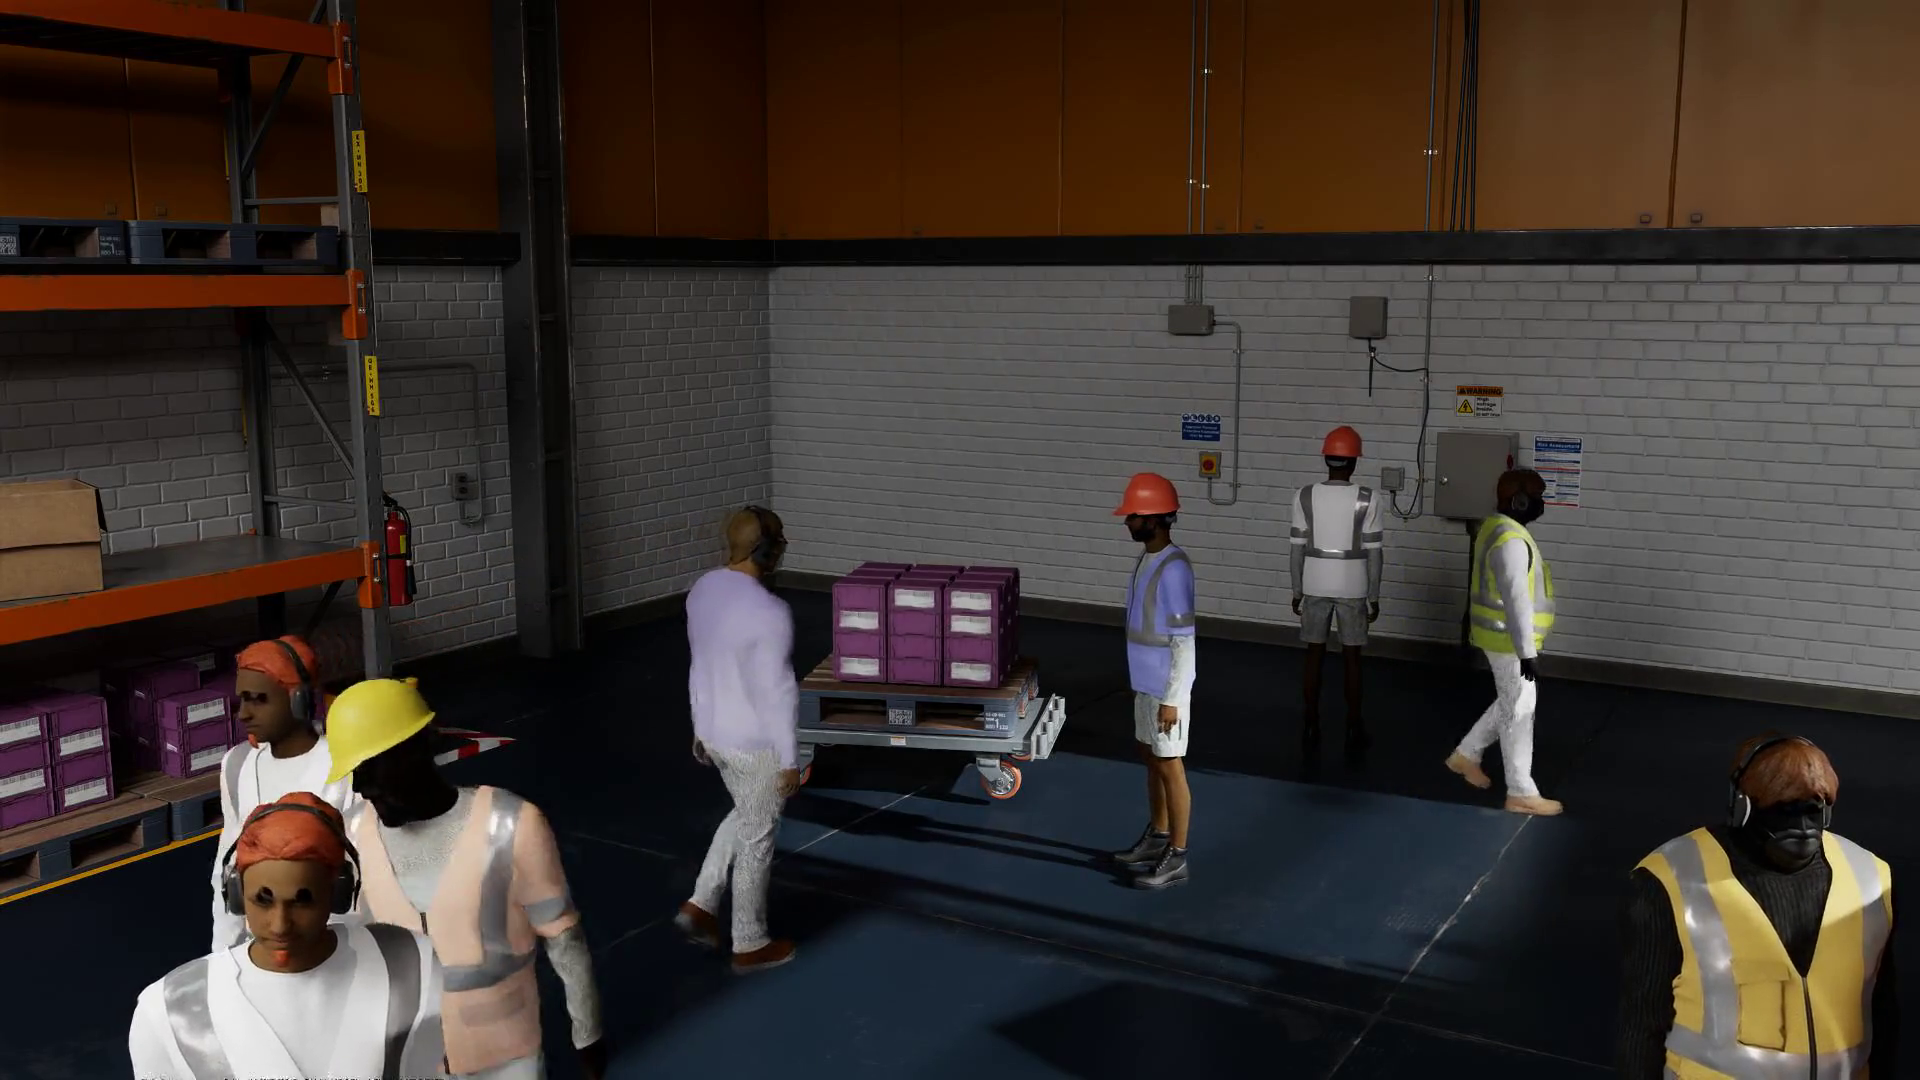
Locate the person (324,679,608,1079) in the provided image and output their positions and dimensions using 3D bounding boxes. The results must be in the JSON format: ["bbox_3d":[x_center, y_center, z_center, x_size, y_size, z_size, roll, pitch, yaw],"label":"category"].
[{"bbox_3d":[-1.192,1.246,4.170,0.743,1.874,0.461,0,9,1],"label":"person"}]

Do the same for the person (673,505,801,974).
[{"bbox_3d":[-0.858,0.810,6.718,0.461,1.924,0.660,-8,12,-40],"label":"person"}]

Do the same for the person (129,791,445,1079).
[{"bbox_3d":[-1.251,1.394,3.206,0.574,1.884,0.358,-7,11,-37],"label":"person"}]

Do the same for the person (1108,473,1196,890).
[{"bbox_3d":[0.895,0.650,7.694,0.376,1.934,0.547,-1,9,-9],"label":"person"}]

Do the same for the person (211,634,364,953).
[{"bbox_3d":[-1.829,1.186,4.560,0.601,1.864,0.507,5,10,27],"label":"person"}]

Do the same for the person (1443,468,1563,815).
[{"bbox_3d":[2.921,0.531,8.755,0.533,1.833,0.650,2,9,14],"label":"person"}]

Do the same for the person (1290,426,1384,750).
[{"bbox_3d":[2.251,0.286,9.960,0.548,1.937,0.379,4,10,23],"label":"person"}]

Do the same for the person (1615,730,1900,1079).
[{"bbox_3d":[1.811,1.327,3.792,0.625,1.837,0.429,0,9,-2],"label":"person"}]
